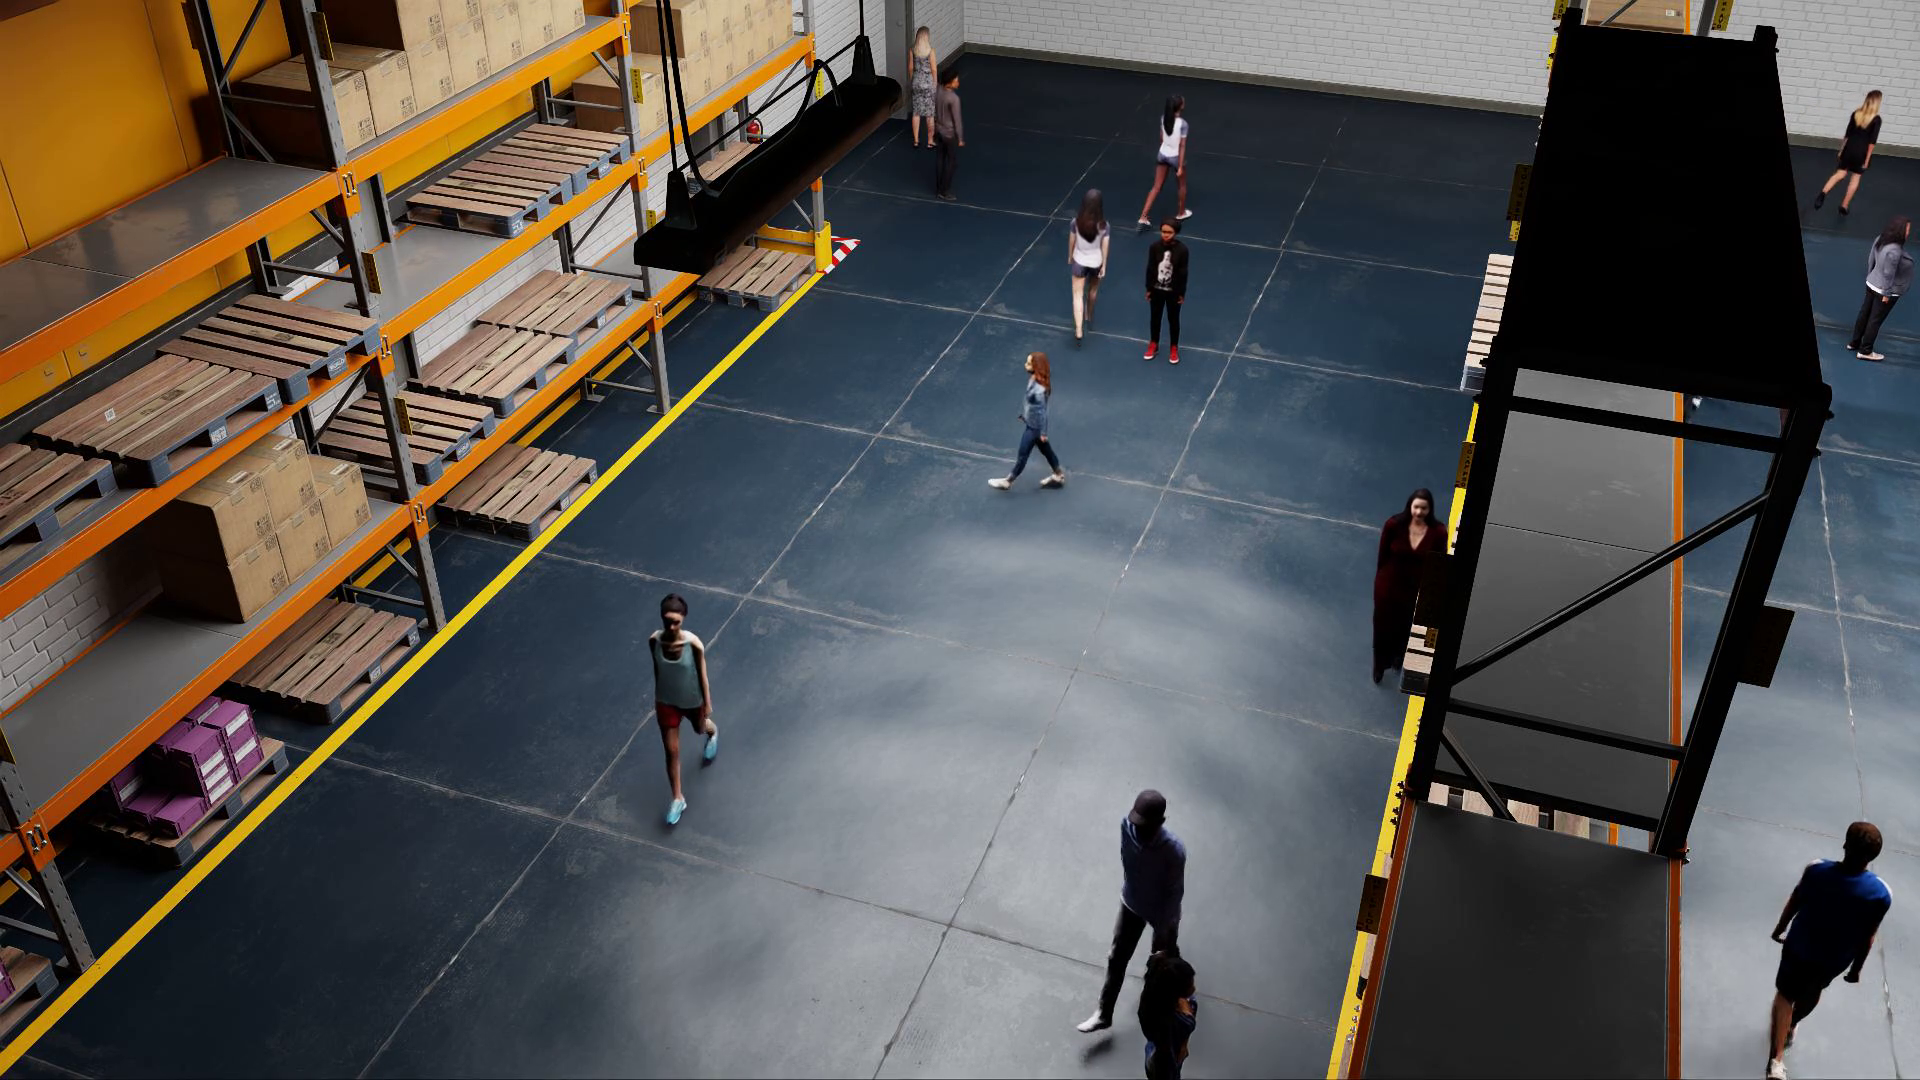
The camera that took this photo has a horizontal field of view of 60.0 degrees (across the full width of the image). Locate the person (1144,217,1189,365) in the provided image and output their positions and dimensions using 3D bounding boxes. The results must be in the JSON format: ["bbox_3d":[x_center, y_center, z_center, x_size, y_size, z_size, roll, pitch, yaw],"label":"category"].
[{"bbox_3d":[2.213,-2.695,17.826,0.598,1.670,0.536,10,35,15],"label":"person"}]

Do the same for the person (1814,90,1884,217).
[{"bbox_3d":[11.309,-4.872,21.107,0.967,1.664,0.872,-18,38,-25],"label":"person"}]

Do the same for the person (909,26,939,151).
[{"bbox_3d":[-0.523,-6.324,23.257,0.589,1.703,0.520,15,36,21],"label":"person"}]

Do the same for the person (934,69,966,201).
[{"bbox_3d":[-0.197,-5.318,21.708,0.776,1.742,0.771,13,36,19],"label":"person"}]

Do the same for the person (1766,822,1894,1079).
[{"bbox_3d":[5.104,2.485,9.878,0.711,1.842,1.156,14,36,20],"label":"person"}]

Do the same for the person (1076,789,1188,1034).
[{"bbox_3d":[1.227,2.208,10.303,0.942,1.834,1.231,23,40,30],"label":"person"}]

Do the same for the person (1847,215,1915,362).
[{"bbox_3d":[9.955,-2.734,17.948,0.807,1.600,0.697,2,34,3],"label":"person"}]

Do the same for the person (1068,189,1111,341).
[{"bbox_3d":[1.384,-3.004,18.290,0.845,1.672,1.166,0,34,0],"label":"person"}]

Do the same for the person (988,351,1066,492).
[{"bbox_3d":[0.790,-1.096,15.626,0.923,1.443,1.015,-3,34,-5],"label":"person"}]

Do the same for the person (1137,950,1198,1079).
[{"bbox_3d":[1.165,2.940,9.398,0.704,1.616,0.541,5,34,8],"label":"person"}]

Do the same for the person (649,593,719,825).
[{"bbox_3d":[-1.976,1.118,12.041,0.739,1.724,1.243,4,34,7],"label":"person"}]

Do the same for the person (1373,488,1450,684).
[{"bbox_3d":[3.567,0.294,13.265,0.702,1.741,0.721,7,34,11],"label":"person"}]

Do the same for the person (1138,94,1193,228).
[{"bbox_3d":[2.575,-4.711,20.848,1.276,1.683,0.994,-28,43,-36],"label":"person"}]
